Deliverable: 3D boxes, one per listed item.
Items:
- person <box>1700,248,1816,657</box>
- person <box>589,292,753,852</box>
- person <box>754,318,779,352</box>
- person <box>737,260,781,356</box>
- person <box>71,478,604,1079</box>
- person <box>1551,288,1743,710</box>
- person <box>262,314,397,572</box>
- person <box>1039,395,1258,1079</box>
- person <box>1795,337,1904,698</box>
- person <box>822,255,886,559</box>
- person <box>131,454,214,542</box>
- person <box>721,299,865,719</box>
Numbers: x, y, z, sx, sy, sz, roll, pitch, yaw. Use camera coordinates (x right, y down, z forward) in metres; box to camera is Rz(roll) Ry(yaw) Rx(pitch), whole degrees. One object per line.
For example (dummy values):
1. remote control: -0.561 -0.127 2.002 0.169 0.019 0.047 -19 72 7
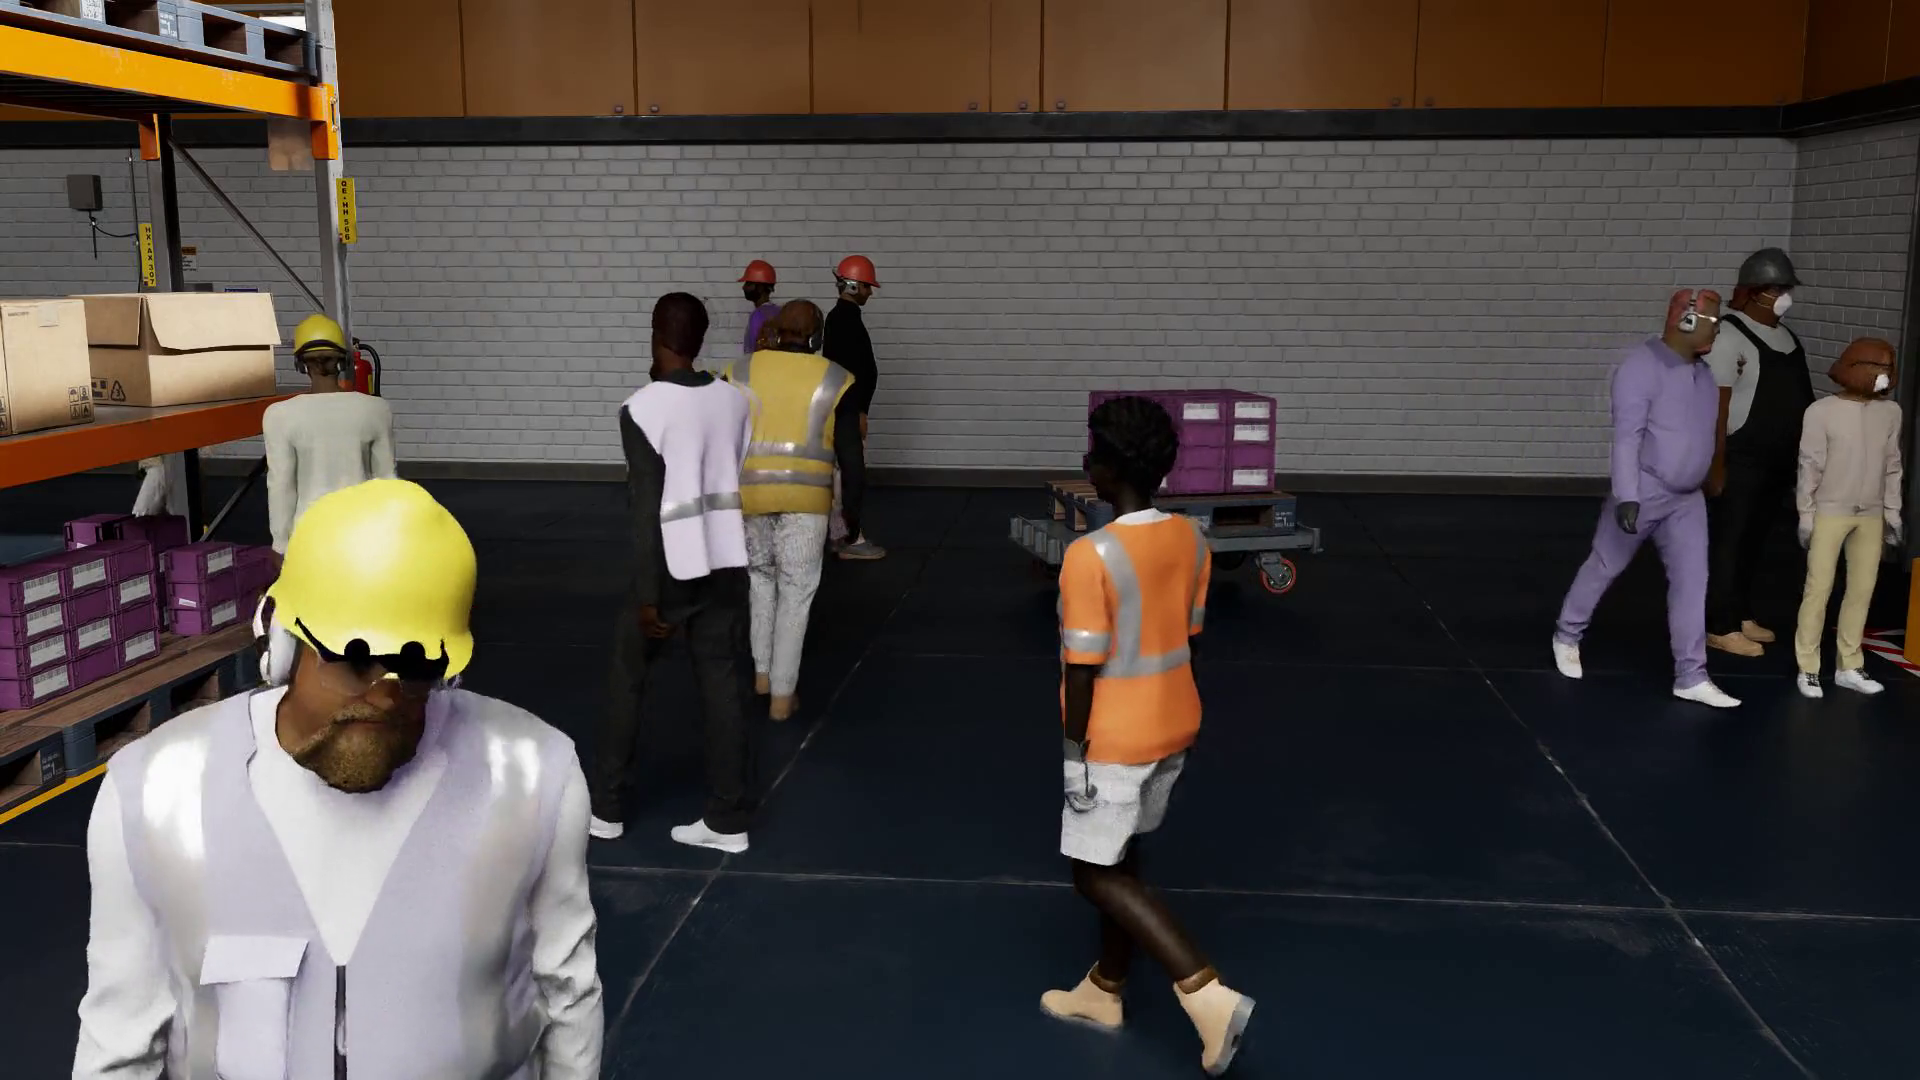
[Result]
1. person: 4.032 -0.456 8.424 0.690 2.000 0.565 -7 12 -36
2. person: -1.017 0.101 5.708 0.865 1.869 0.588 7 12 36
3. person: -1.116 -0.560 10.323 0.738 1.616 0.494 8 13 40
4. person: -1.539 -1.198 12.954 0.350 1.942 0.545 1 10 7
5. person: -0.782 0.775 2.174 0.629 1.782 0.905 -2 10 -14
6. person: 3.142 -0.217 7.604 0.716 1.855 0.993 -4 11 -23
7. person: -2.541 -0.026 6.754 0.530 1.765 0.326 -8 13 -39
8. person: 0.467 0.488 4.066 0.661 1.678 0.540 9 13 41
9. person: 4.020 -0.094 7.542 0.532 1.631 0.288 -2 10 -9
10. person: -0.709 -0.872 10.963 0.392 1.986 0.610 -3 10 -15
11. person: -4.579 -0.403 9.408 0.862 1.588 0.557 -8 13 -38
12. person: -0.740 -0.151 7.361 0.653 1.802 0.760 1 10 7
